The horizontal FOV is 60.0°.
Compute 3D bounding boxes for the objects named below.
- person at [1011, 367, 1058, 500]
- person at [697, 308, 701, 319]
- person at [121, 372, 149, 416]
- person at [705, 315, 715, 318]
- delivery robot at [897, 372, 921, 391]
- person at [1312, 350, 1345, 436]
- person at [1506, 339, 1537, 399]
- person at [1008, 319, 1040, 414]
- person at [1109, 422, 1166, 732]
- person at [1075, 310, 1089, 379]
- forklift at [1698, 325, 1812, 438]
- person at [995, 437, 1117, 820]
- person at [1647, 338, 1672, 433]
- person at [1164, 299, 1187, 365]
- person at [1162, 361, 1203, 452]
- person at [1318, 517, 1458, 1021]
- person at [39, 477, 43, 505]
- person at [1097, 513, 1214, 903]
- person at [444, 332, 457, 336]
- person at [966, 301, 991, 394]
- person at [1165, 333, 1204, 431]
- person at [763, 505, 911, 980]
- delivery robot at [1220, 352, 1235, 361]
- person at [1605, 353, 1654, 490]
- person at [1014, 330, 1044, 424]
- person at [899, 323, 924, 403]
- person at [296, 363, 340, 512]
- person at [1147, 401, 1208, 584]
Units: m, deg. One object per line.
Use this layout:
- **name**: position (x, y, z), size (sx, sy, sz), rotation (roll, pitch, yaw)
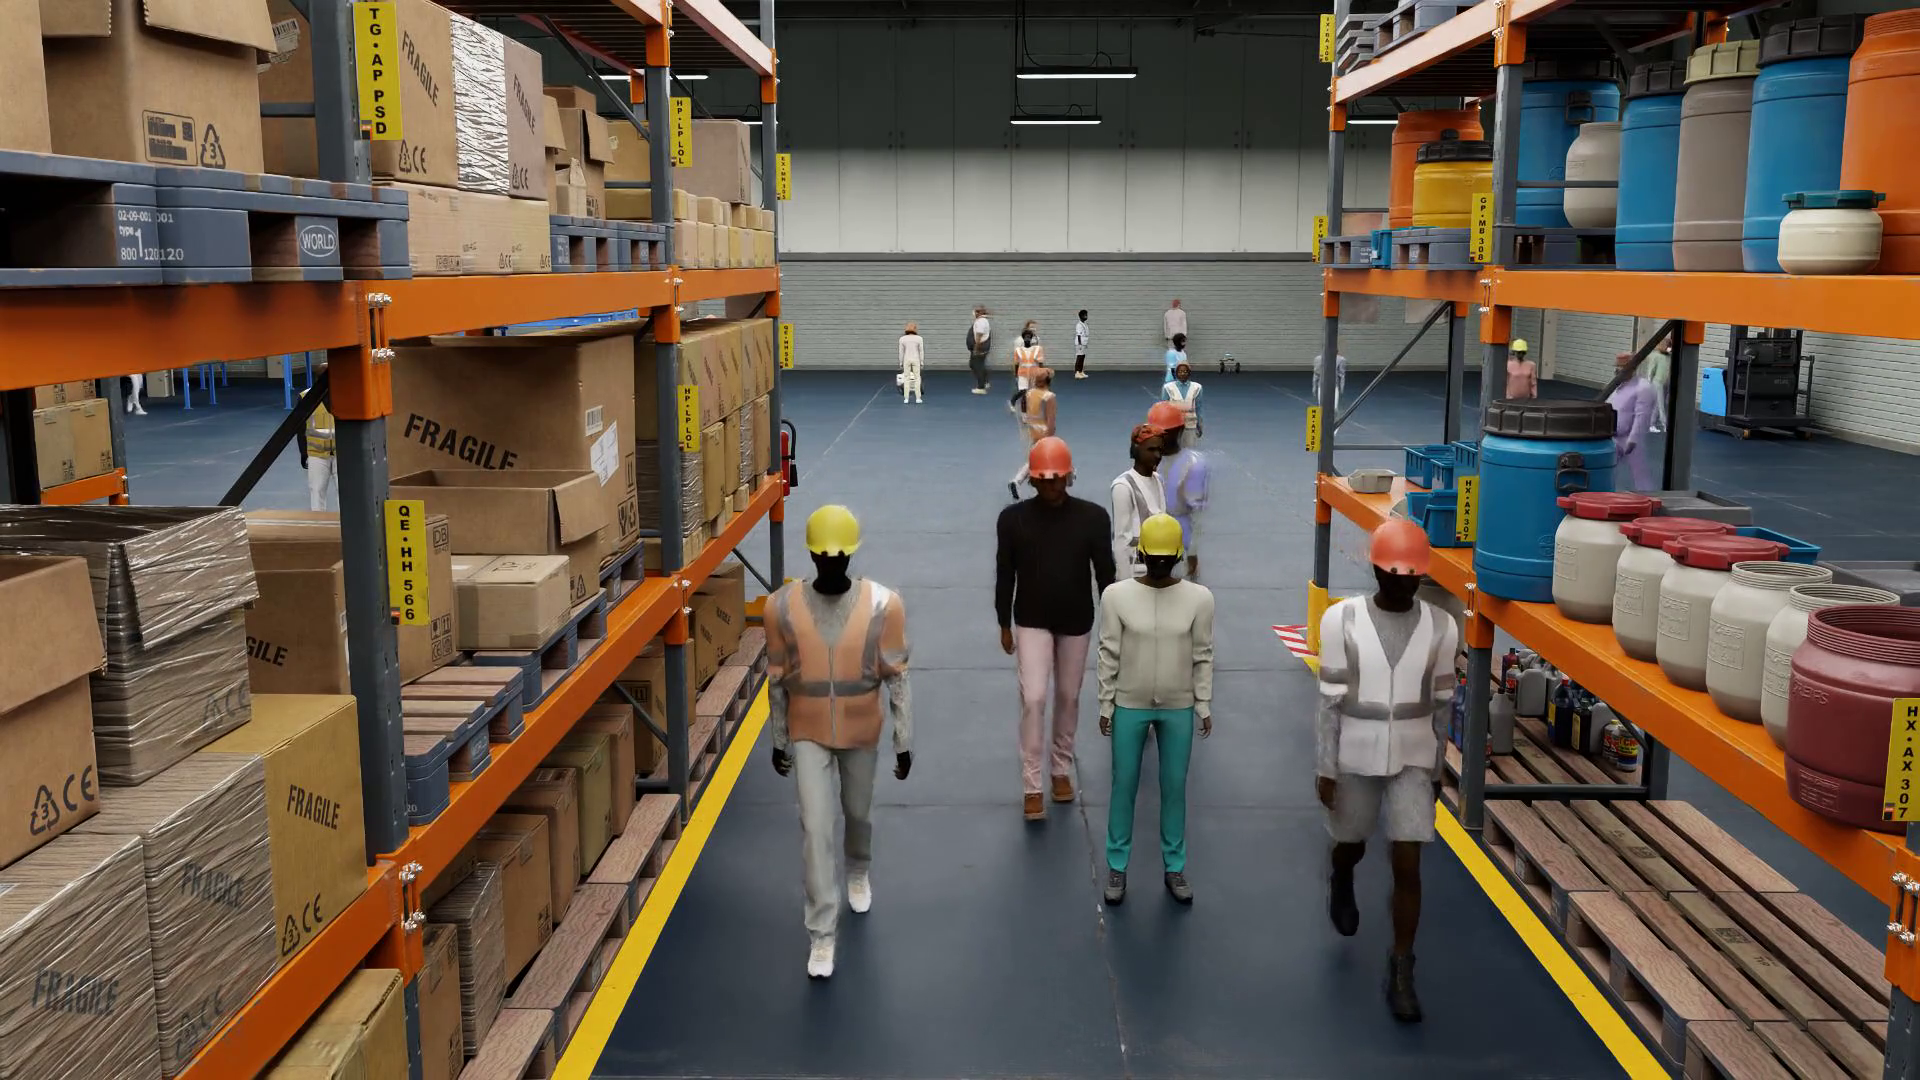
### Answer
- **person**: position (0.915, -1.227, 19.617), size (0.582, 1.626, 0.520), rotation (-7, 12, -35)
- **person**: position (-5.713, -4.082, 35.803), size (0.635, 1.936, 0.351), rotation (-5, 11, -27)
- **person**: position (-15.620, -3.287, 31.380), size (0.768, 1.836, 0.575), rotation (6, 11, 34)
- **person**: position (-4.471, -3.010, 29.393), size (0.708, 1.939, 0.547), rotation (-8, 12, -38)
- **delivery robot**: position (-1.112, -3.489, 36.231), size (0.477, 0.478, 0.707), rotation (-4, 10, -22)
- **person**: position (5.987, -2.458, 27.043), size (0.505, 1.623, 0.342), rotation (3, 10, 19)
- **person**: position (8.177, -2.095, 24.463), size (0.519, 1.748, 0.703), rotation (-1, 10, -7)
- **person**: position (1.210, -3.165, 30.663), size (0.520, 1.830, 0.636), rotation (-8, 12, -40)
- **person**: position (1.104, 0.220, 10.199), size (0.362, 1.883, 0.575), rotation (5, 11, 29)
- **person**: position (3.015, -4.842, 41.102), size (0.321, 1.689, 0.530), rotation (4, 10, 21)
- **forklift**: position (13.248, -3.165, 27.620), size (1.129, 2.768, 1.873), rotation (0, 9, 1)
- **person**: position (0.506, 0.451, 8.590), size (0.625, 1.954, 0.835), rotation (0, 9, -2)
- **person**: position (11.756, -2.556, 27.677), size (0.524, 1.582, 0.839), rotation (-2, 10, -12)
- **person**: position (5.639, -5.323, 43.327), size (0.636, 1.911, 0.404), rotation (7, 12, 37)
- **person**: position (2.740, -1.387, 20.552), size (0.525, 1.639, 0.307), rotation (0, 9, -1)
- **person**: position (1.655, 0.823, 6.534), size (0.537, 1.907, 0.829), rotation (1, 10, 5)
- **person**: position (-4.456, 0.561, 8.109), size (0.646, 1.895, 0.952), rotation (3, 10, 16)
- **person**: position (0.870, 0.747, 7.420), size (0.523, 1.761, 0.323), rotation (0, 9, -1)
- **person**: position (-8.785, -2.846, 28.790), size (0.563, 1.803, 0.864), rotation (0, 9, 2)
- **person**: position (0.399, -4.198, 36.320), size (0.540, 2.000, 0.685), rotation (0, 9, 2)
- **person**: position (3.727, -2.638, 27.989), size (0.743, 1.664, 0.541), rotation (8, 13, 41)
- **person**: position (-0.511, 0.760, 6.980), size (0.604, 1.887, 0.969), rotation (0, 9, -3)
- **delivery robot**: position (6.936, -4.754, 43.036), size (0.335, 0.223, 0.698), rotation (4, 10, 23)
- **person**: position (7.232, -1.103, 18.196), size (0.973, 1.859, 0.655), rotation (-5, 11, -29)
- **person**: position (1.236, -2.955, 29.881), size (0.540, 1.664, 0.831), rotation (1, 9, 4)
- **person**: position (-0.984, -3.599, 33.818), size (0.499, 1.633, 0.282), rotation (1, 9, 4)
- **person**: position (-6.412, -0.882, 16.944), size (0.623, 1.839, 0.429), rotation (-4, 10, -25)
- **person**: position (1.422, 0.009, 11.351), size (0.565, 1.916, 0.440), rotation (9, 13, 43)
